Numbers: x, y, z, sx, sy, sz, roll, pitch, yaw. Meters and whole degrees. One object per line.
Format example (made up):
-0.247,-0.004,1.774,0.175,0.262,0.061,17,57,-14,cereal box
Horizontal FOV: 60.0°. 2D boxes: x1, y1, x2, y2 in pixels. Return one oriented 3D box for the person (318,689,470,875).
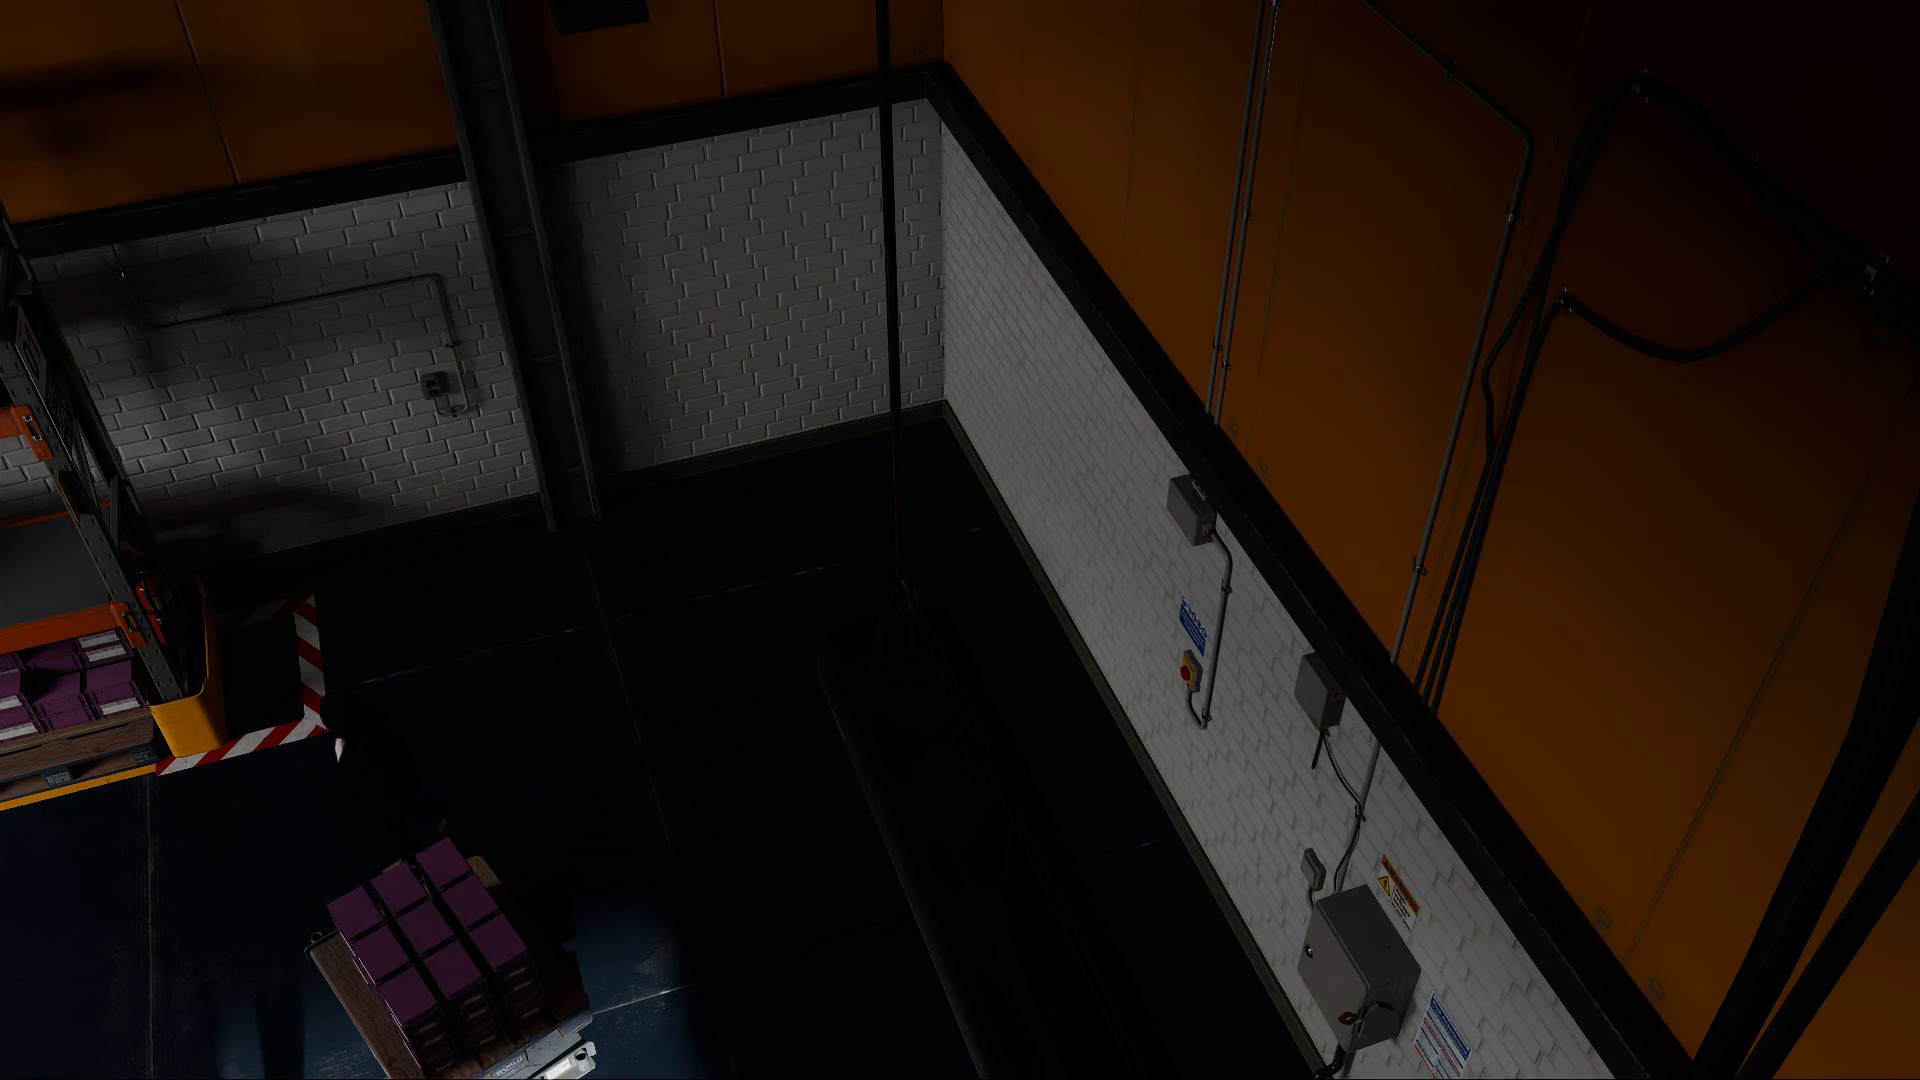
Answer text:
-3.207,1.361,9.571,0.881,1.584,0.709,-21,47,-20,person
